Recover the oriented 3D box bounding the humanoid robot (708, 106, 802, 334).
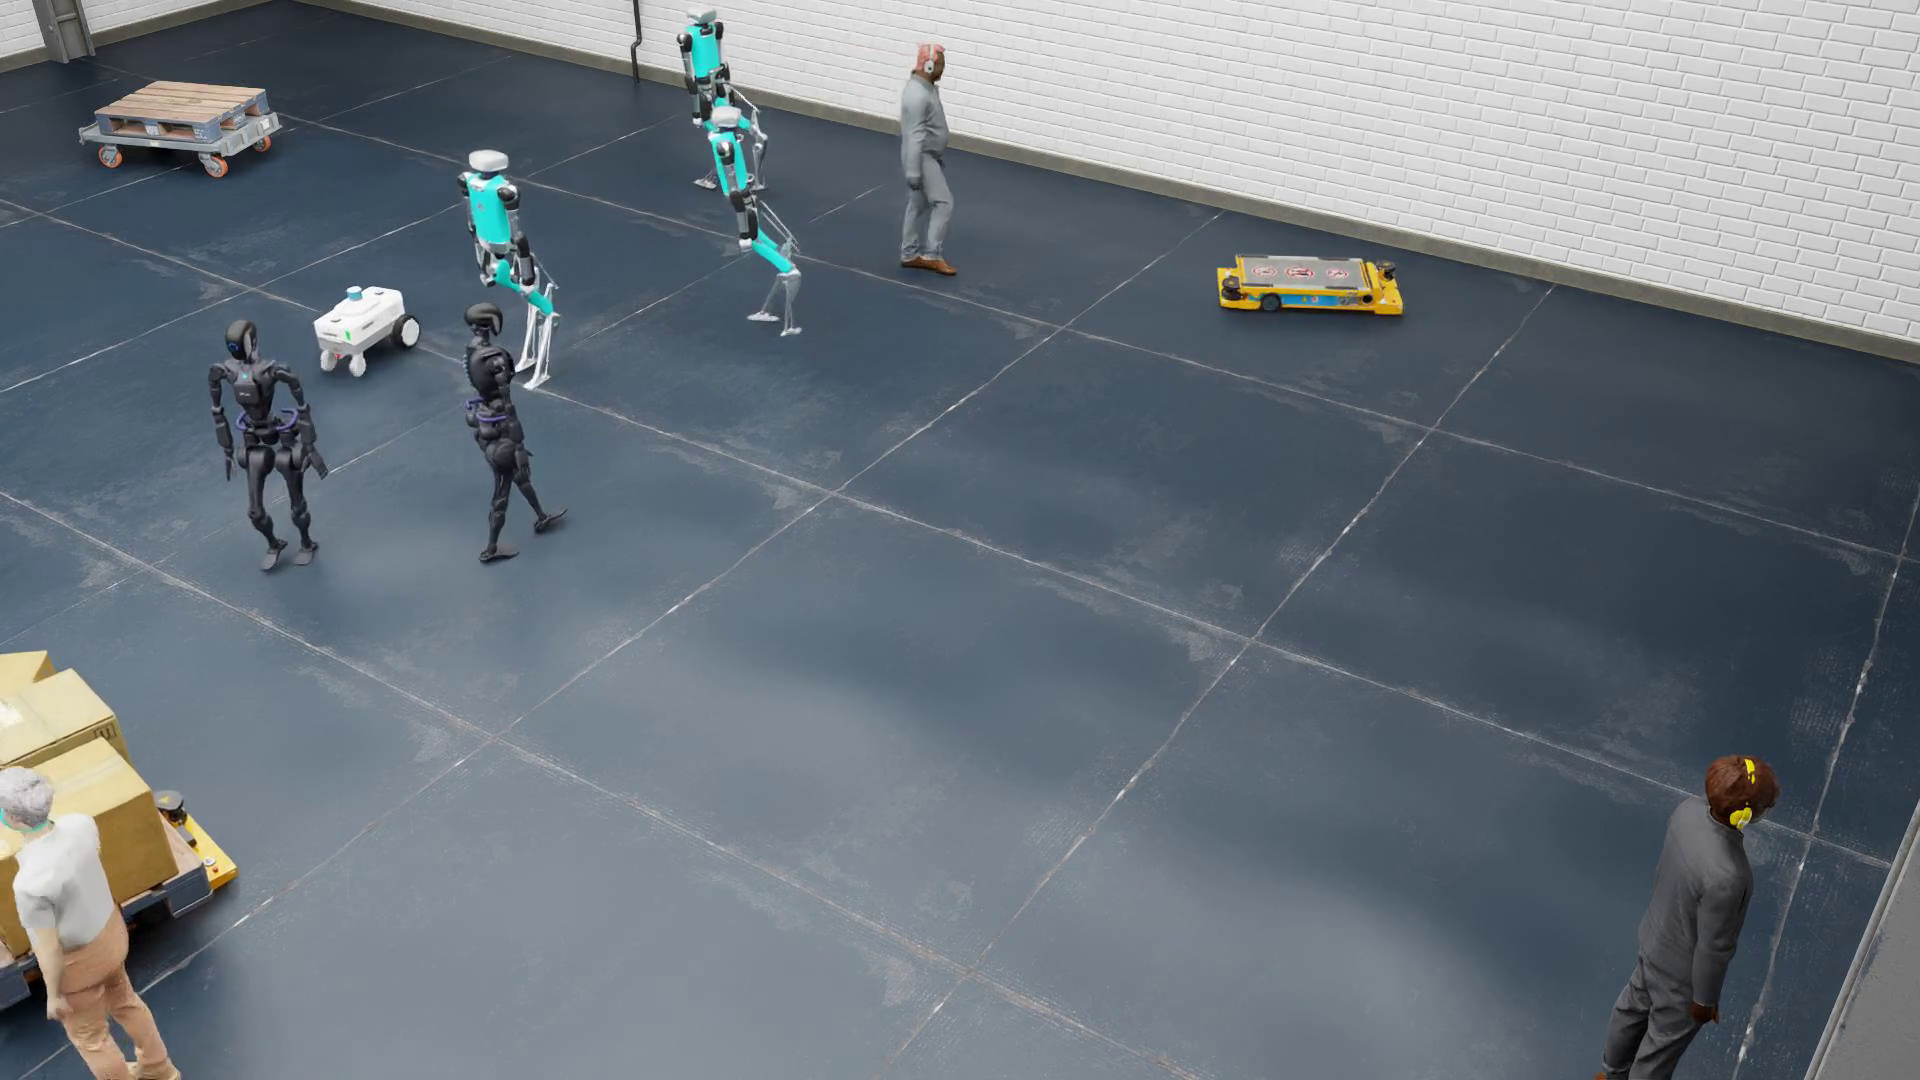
[{"bbox_3d":[-1.455,-2.424,12.692,0.814,1.799,0.531,-5,33,-7],"label":"humanoid robot"}]

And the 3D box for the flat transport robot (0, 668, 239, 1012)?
[{"bbox_3d":[-4.158,1.686,7.633,0.659,0.231,1.431,28,42,36],"label":"flat transport robot"}]

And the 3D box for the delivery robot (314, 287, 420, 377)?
[{"bbox_3d":[-4.491,-1.615,12.497,0.499,0.587,0.788,11,34,17],"label":"delivery robot"}]

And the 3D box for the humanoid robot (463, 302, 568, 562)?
[{"bbox_3d":[-2.717,-0.676,10.014,0.649,1.636,0.589,-20,38,-28],"label":"humanoid robot"}]

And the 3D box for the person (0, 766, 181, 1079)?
[{"bbox_3d":[-3.413,1.586,6.439,0.372,1.727,0.520,0,33,0],"label":"person"}]

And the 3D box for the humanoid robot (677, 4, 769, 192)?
[{"bbox_3d":[-2.058,-3.875,14.973,1.028,1.767,0.539,20,38,28],"label":"humanoid robot"}]

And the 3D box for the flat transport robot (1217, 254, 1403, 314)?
[{"bbox_3d":[2.822,-2.066,13.471,1.431,0.231,0.659,3,33,4],"label":"flat transport robot"}]

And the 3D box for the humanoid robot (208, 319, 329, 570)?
[{"bbox_3d":[-4.061,-0.567,9.841,0.603,1.647,0.366,-1,33,-1],"label":"humanoid robot"}]

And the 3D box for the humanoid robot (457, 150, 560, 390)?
[{"bbox_3d":[-3.135,-2.007,11.981,0.543,1.758,0.679,20,38,28],"label":"humanoid robot"}]

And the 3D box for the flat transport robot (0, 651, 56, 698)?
[{"bbox_3d":[-4.818,1.458,7.987,0.659,0.231,1.431,-5,33,-7],"label":"flat transport robot"}]

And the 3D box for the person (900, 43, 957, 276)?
[{"bbox_3d":[-0.223,-3.096,13.583,0.648,1.878,0.661,0,33,0],"label":"person"}]

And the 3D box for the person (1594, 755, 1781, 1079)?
[{"bbox_3d":[2.763,1.572,6.327,0.356,1.875,0.495,0,33,1],"label":"person"}]
